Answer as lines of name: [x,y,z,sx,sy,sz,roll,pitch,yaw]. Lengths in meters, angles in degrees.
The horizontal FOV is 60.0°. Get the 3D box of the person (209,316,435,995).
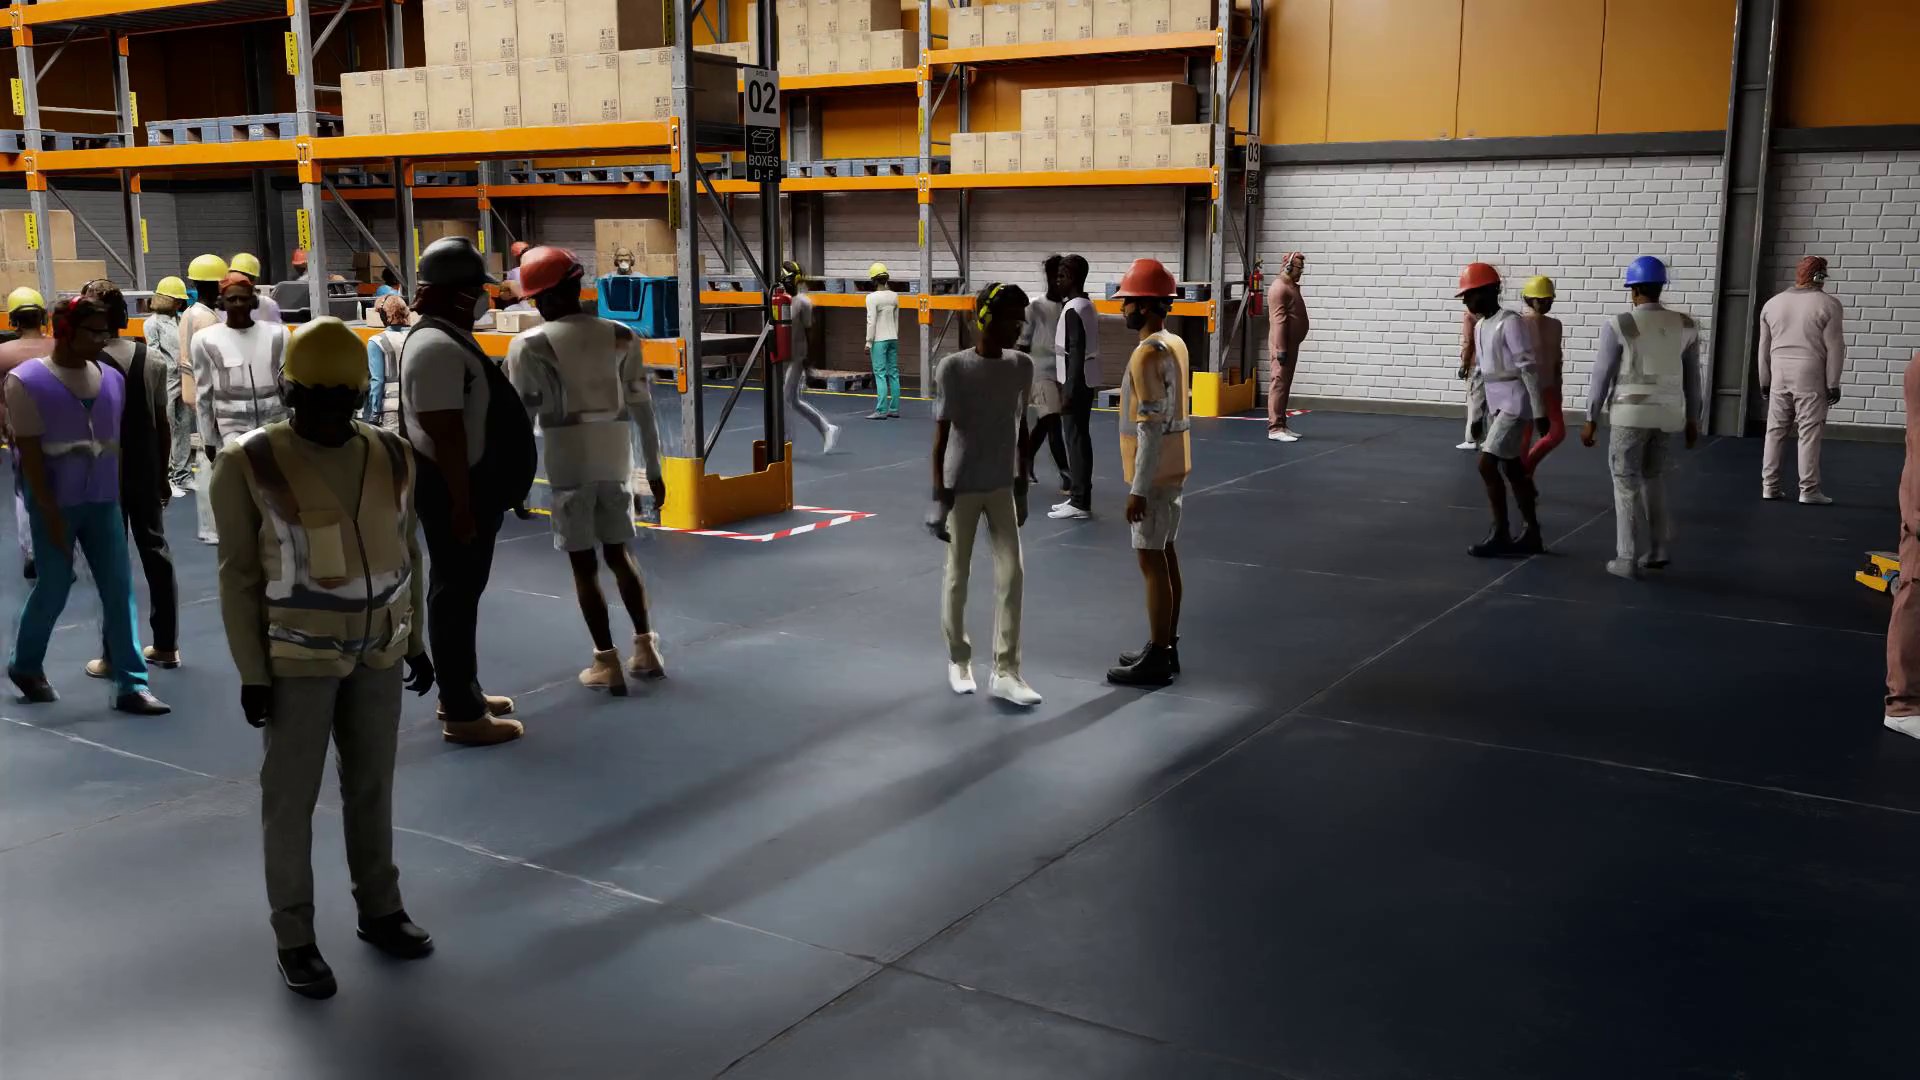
person: [-1.712,0.302,4.569,0.404,1.822,0.591,9,13,40]

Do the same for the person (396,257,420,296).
person: [-6.210,-2.360,19.284,0.404,1.829,0.600,9,14,42]

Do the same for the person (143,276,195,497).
person: [-6.226,-1.217,13.223,0.308,1.736,0.484,2,10,11]

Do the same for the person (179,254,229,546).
person: [-4.969,-0.928,11.088,0.383,1.926,0.593,-6,12,-31]

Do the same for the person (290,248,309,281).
person: [-8.837,-3.006,22.637,0.560,1.913,0.586,4,11,23]

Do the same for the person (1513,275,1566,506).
person: [4.417,-1.139,12.734,0.556,1.754,0.365,-5,11,-24]

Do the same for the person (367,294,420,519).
person: [-3.989,-0.922,11.851,0.312,1.639,0.520,6,12,28]

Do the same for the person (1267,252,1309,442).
person: [3.320,-1.952,16.839,0.407,1.903,0.639,4,11,20]

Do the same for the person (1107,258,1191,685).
person: [0.856,-0.302,7.585,0.374,1.939,0.545,4,11,21]

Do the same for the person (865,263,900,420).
person: [-0.891,-2.239,18.808,0.329,1.765,0.526,8,13,37]

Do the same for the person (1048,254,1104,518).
person: [0.851,-1.116,12.151,0.386,1.918,0.596,2,10,10]

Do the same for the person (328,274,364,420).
person: [-6.938,-2.150,18.664,0.514,1.639,0.309,-9,13,-40]

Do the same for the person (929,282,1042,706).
person: [0.104,-0.192,7.236,0.552,1.832,0.750,-4,11,-20]

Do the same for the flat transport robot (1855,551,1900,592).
flat transport robot: [5.590,0.273,9.024,0.652,0.197,1.431,0,10,-3]

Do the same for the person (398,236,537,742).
person: [-2.003,-0.213,6.812,0.536,2.000,0.673,-3,11,-17]

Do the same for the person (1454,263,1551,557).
person: [3.494,-0.827,10.679,0.683,1.871,0.581,0,10,-2]

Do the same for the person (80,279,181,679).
person: [-3.892,-0.275,7.696,0.346,1.846,0.507,6,12,31]

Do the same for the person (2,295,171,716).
person: [-3.828,-0.147,7.133,0.851,1.803,0.557,5,11,26]

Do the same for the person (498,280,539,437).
person: [-4.639,-1.860,17.110,0.652,1.605,0.536,2,10,12]

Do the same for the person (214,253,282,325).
person: [-5.750,-1.329,13.378,0.632,1.910,0.404,-4,11,-20]

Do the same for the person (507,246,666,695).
person: [-1.692,-0.308,7.457,0.628,1.995,0.573,-7,12,-35]

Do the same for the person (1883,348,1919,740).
person: [4.055,-0.140,6.779,0.405,1.910,0.636,10,14,42]

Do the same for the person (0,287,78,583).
person: [-5.415,-0.608,9.804,0.541,1.749,0.411,-5,11,-26]

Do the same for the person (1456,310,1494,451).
person: [5.043,-1.680,16.050,0.523,1.640,0.306,-5,11,-24]

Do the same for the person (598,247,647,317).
person: [-3.944,-2.480,19.657,0.635,1.936,0.355,-3,11,-15]

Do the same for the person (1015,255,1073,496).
person: [0.741,-1.334,13.399,0.615,1.912,1.037,-7,13,-36]

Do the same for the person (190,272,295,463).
person: [-4.213,-0.663,9.894,0.591,1.842,0.974,-7,12,-34]

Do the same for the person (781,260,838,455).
person: [-1.489,-1.656,15.369,0.837,1.846,0.514,-7,13,-36]

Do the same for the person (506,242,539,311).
person: [-5.747,-2.971,22.245,0.685,1.994,0.431,1,10,8]

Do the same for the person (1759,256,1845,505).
person: [6.482,-1.223,12.804,0.402,1.901,0.639,-7,12,-33]

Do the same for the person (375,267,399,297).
person: [-7.904,-2.944,23.018,0.604,1.662,0.325,10,14,44]

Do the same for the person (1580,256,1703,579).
person: [4.100,-0.733,10.006,0.647,1.925,0.460,-2,10,-11]
